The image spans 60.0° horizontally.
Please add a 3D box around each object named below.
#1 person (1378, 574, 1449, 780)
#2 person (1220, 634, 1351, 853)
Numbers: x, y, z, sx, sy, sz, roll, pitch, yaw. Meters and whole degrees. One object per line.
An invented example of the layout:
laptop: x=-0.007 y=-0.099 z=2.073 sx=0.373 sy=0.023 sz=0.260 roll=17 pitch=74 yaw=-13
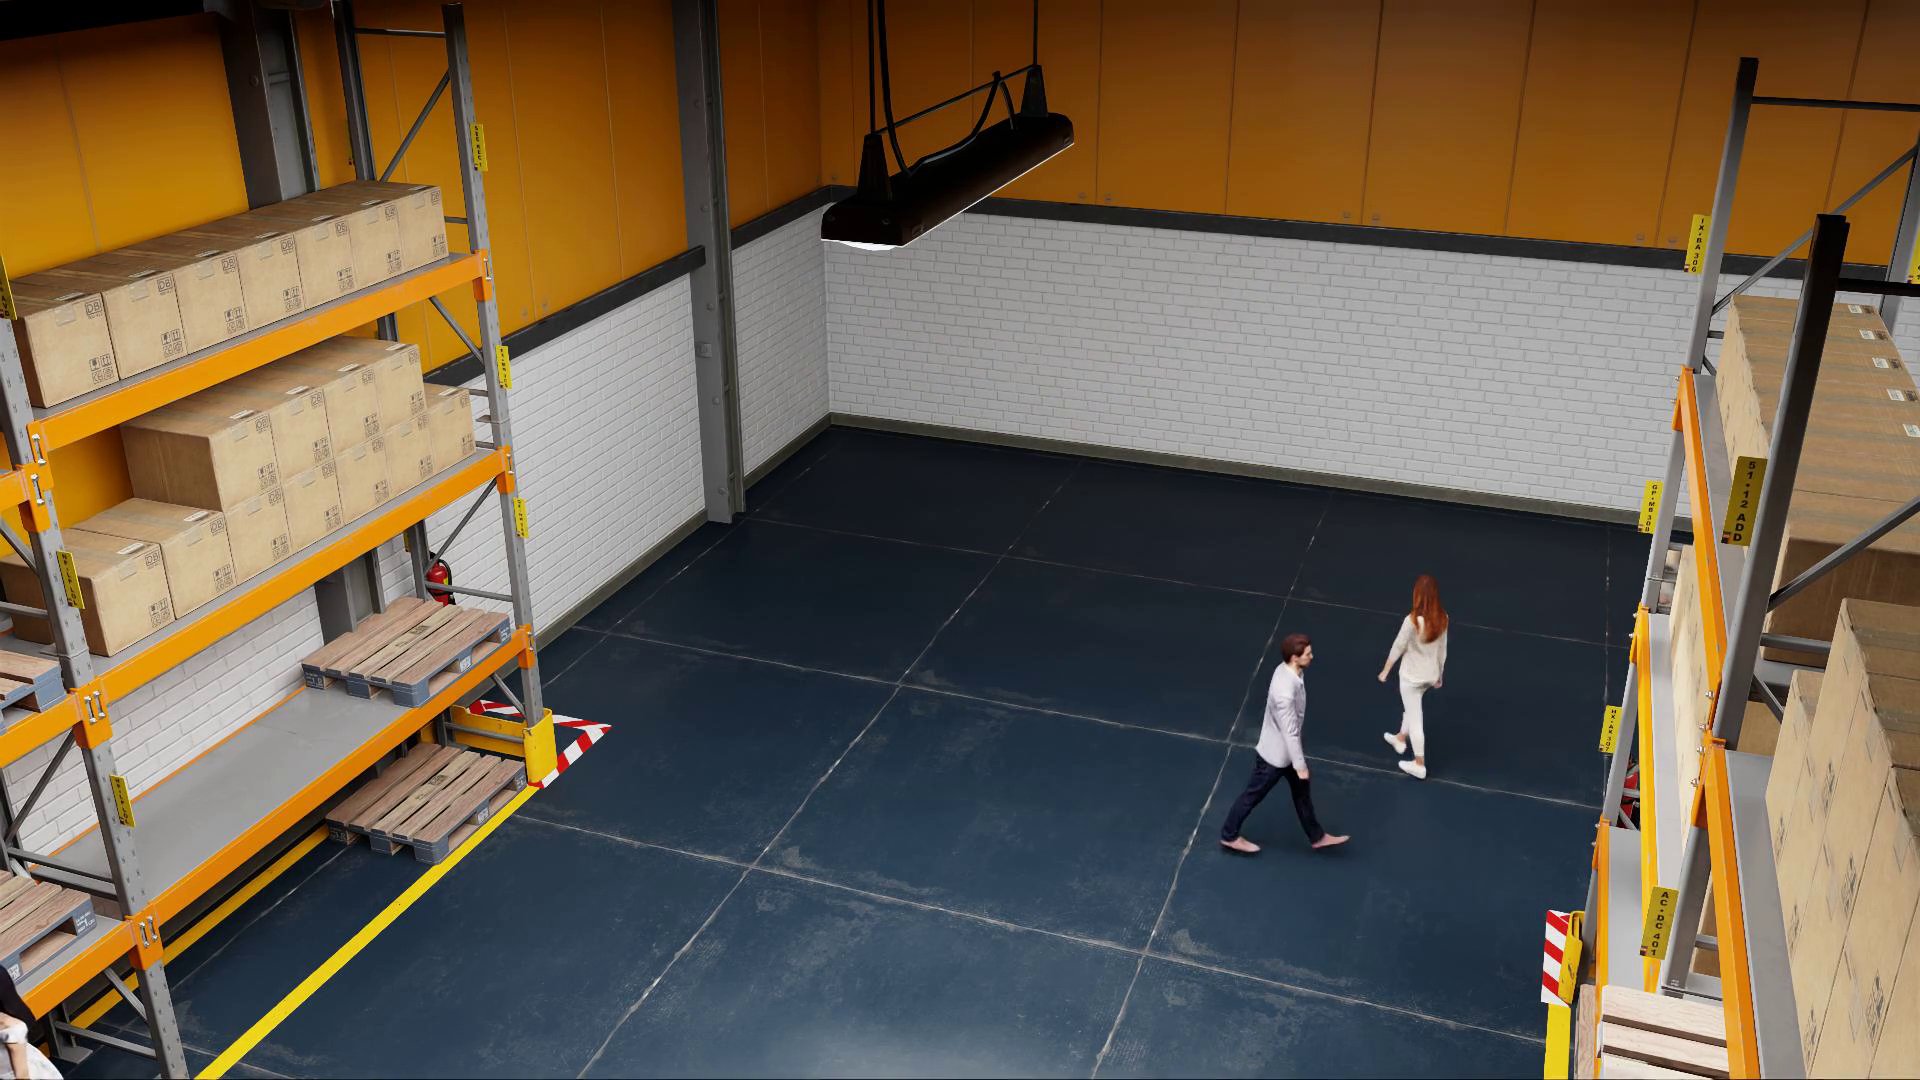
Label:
person: x=3.713 y=1.121 z=13.250 sx=0.919 sy=1.687 sz=0.966 roll=-13 pitch=27 yaw=-27
person: x=2.242 y=1.529 z=12.171 sx=0.761 sy=1.803 sz=1.092 roll=7 pitch=25 yaw=17
